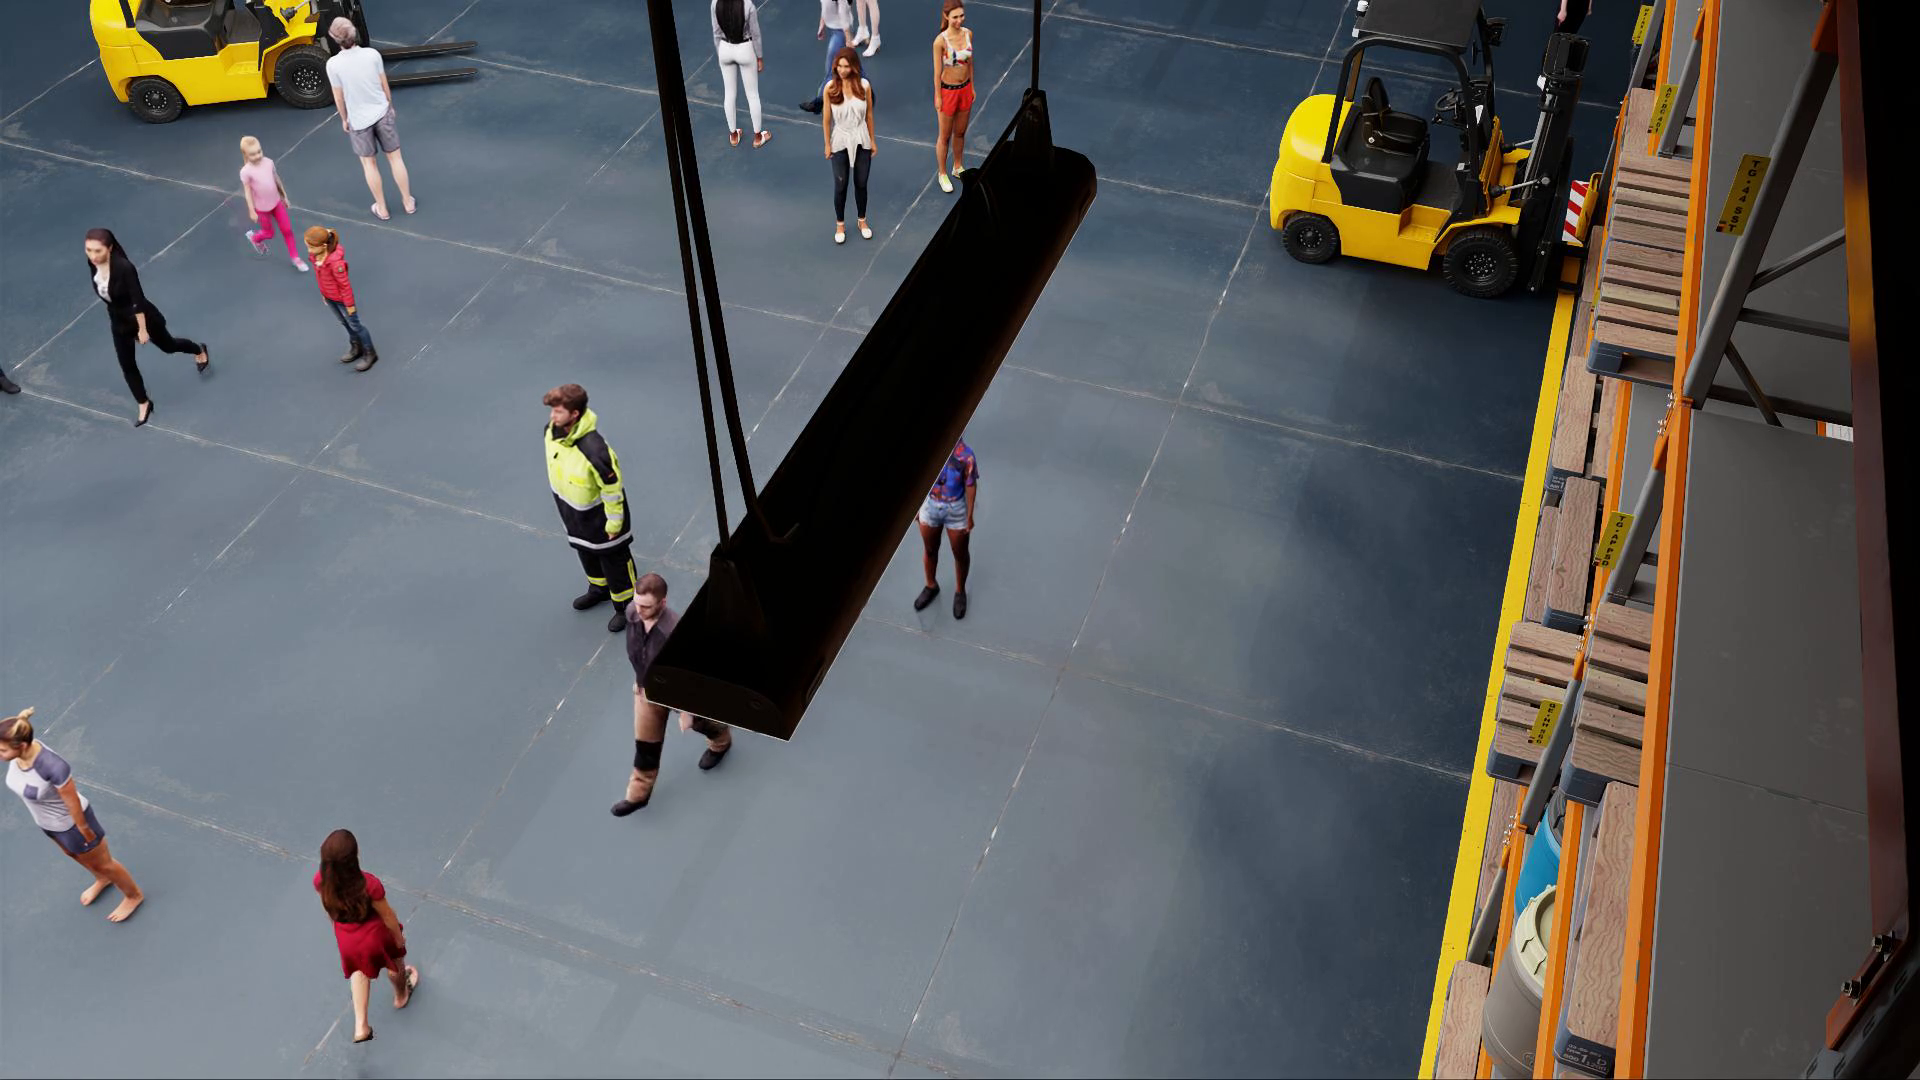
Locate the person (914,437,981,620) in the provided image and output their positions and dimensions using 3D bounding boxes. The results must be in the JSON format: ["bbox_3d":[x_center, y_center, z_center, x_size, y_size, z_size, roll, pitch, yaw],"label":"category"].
[{"bbox_3d":[-0.094,-0.193,10.927,0.588,1.742,0.510,12,45,13],"label":"person"}]

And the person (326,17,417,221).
[{"bbox_3d":[-5.148,-3.667,14.515,0.711,1.825,0.776,-19,47,-19],"label":"person"}]

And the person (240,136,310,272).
[{"bbox_3d":[-5.909,-2.866,14.089,0.710,1.253,0.798,24,48,23],"label":"person"}]

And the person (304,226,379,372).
[{"bbox_3d":[-4.859,-1.922,13.056,0.555,1.310,0.568,28,50,26],"label":"person"}]

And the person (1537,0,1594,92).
[{"bbox_3d":[5.977,-5.231,16.217,0.651,1.741,0.728,-22,48,-21],"label":"person"}]

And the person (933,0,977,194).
[{"bbox_3d":[-0.054,-3.996,14.885,0.655,1.791,0.741,-26,50,-25],"label":"person"}]

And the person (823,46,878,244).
[{"bbox_3d":[-0.942,-3.395,14.258,0.687,1.785,0.706,-9,44,-10],"label":"person"}]

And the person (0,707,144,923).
[{"bbox_3d":[-4.963,1.516,9.221,0.604,1.622,0.574,25,49,24],"label":"person"}]

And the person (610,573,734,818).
[{"bbox_3d":[-1.637,0.802,9.849,0.861,1.791,1.219,24,49,23],"label":"person"}]

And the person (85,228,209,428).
[{"bbox_3d":[-6.165,-1.696,12.597,0.601,1.617,1.097,13,45,13],"label":"person"}]

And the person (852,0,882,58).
[{"bbox_3d":[-0.979,-5.787,16.738,0.690,1.827,0.673,-26,49,-25],"label":"person"}]

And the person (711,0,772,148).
[{"bbox_3d":[-2.060,-4.484,15.445,0.623,1.724,0.547,7,44,8],"label":"person"}]

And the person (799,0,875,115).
[{"bbox_3d":[-1.063,-4.848,15.926,0.996,1.587,1.036,-10,45,-10],"label":"person"}]

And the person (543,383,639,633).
[{"bbox_3d":[-2.386,-0.230,10.793,0.854,1.982,0.800,32,52,29],"label":"person"}]

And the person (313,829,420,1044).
[{"bbox_3d":[-3.131,2.093,8.675,0.708,1.540,0.896,2,44,2],"label":"person"}]
